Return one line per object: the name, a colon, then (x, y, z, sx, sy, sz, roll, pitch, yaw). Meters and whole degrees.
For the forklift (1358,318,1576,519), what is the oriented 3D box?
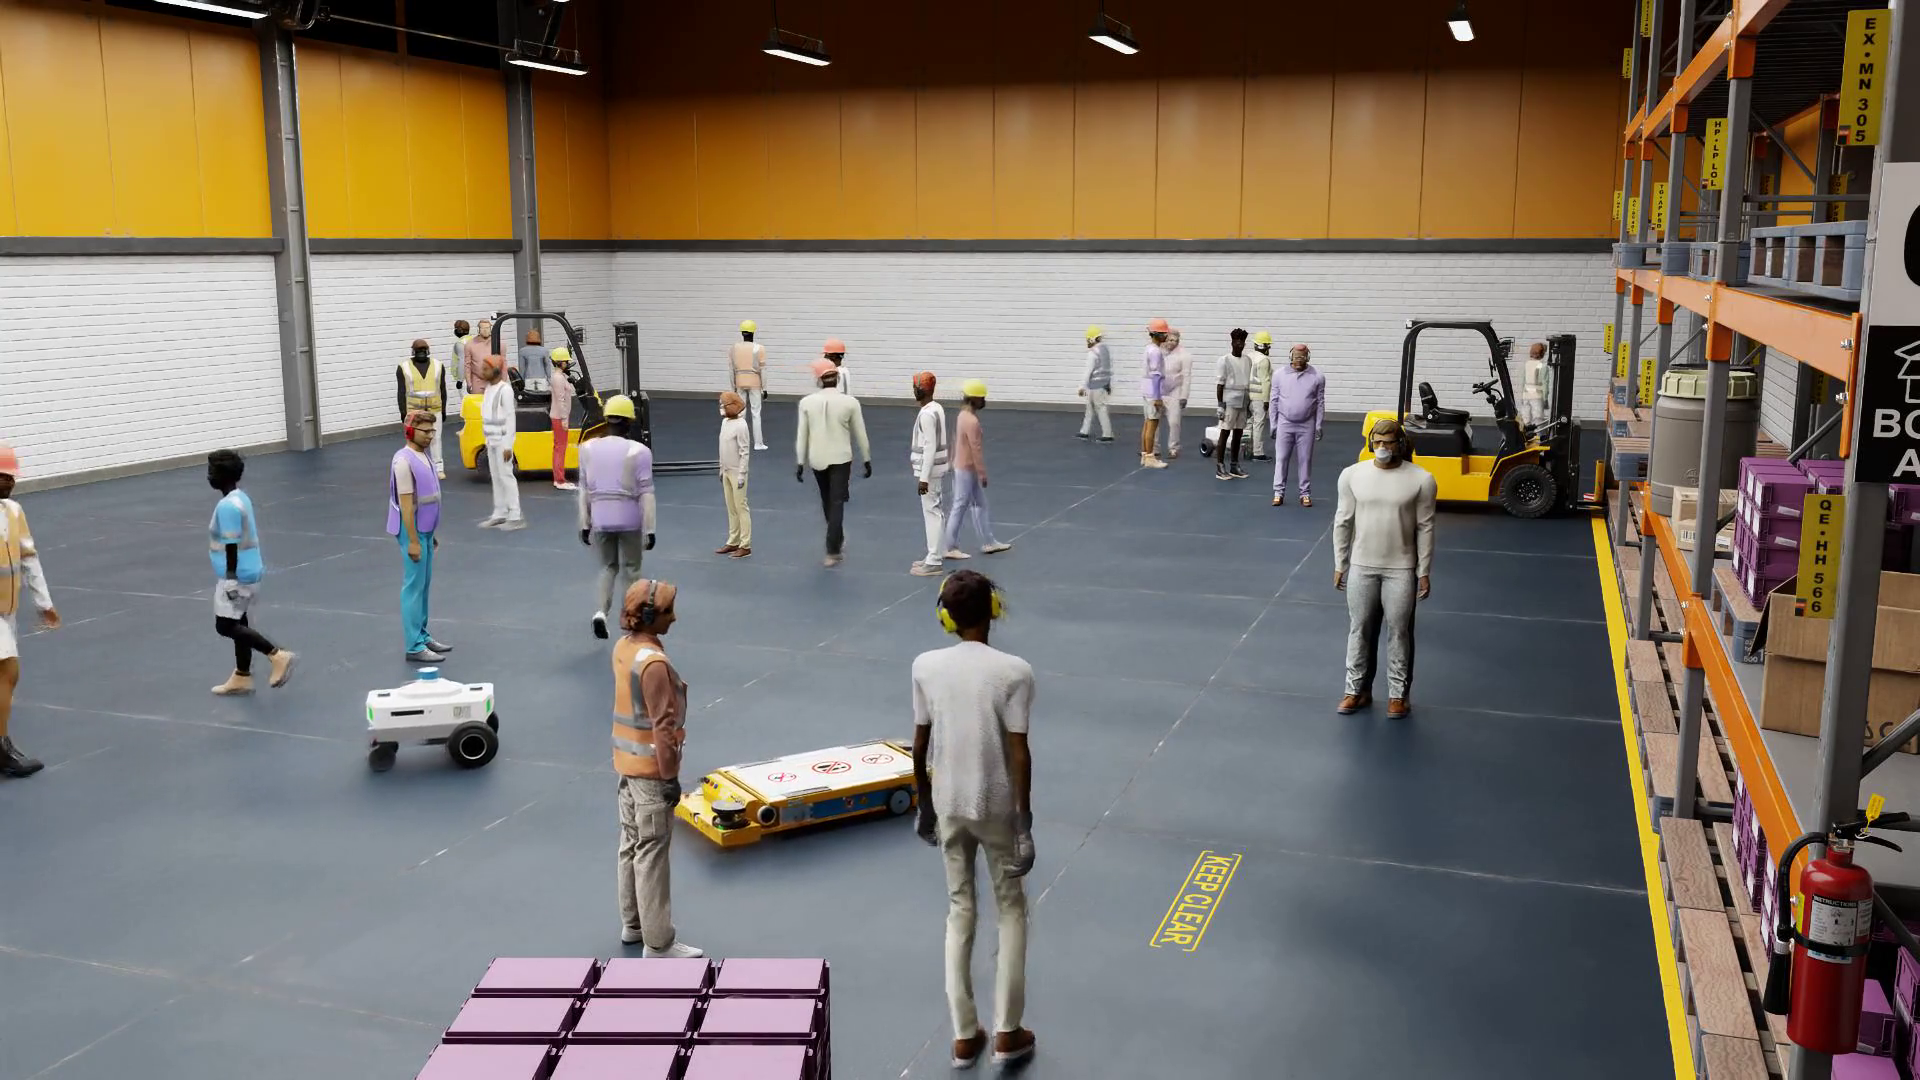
forklift: (5.787, -1.437, 19.079, 2.313, 2.155, 1.214, 3, 11, 19)

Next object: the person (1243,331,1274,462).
person: (4.204, -2.016, 23.370, 0.403, 1.827, 0.599, -3, 11, -17)

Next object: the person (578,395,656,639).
person: (-2.586, -0.144, 12.600, 0.610, 1.905, 0.464, 2, 10, 11)

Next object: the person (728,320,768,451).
person: (-3.118, -2.278, 24.566, 0.586, 1.928, 0.365, 2, 10, 13)

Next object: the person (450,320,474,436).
person: (-7.903, -2.586, 26.546, 0.430, 1.845, 0.619, 1, 10, 4)

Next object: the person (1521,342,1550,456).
person: (8.285, -2.028, 23.974, 0.311, 1.636, 0.522, -3, 11, -19)

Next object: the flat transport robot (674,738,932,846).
flat transport robot: (-0.757, 1.328, 8.926, 1.431, 0.197, 0.652, -6, 12, -32)

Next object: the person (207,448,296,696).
person: (-4.800, 0.225, 11.140, 0.474, 1.683, 0.550, -3, 11, -17)

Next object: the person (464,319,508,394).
person: (-7.202, -2.400, 25.306, 0.641, 1.912, 0.407, -4, 11, -21)

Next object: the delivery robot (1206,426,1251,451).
delivery robot: (3.819, -1.482, 23.666, 0.477, 0.478, 0.707, -5, 11, -29)

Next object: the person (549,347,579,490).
person: (-4.943, -1.506, 20.677, 0.309, 1.769, 0.524, -3, 11, -18)

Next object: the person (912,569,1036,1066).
person: (0.051, 1.027, 6.222, 0.556, 1.829, 0.489, 4, 11, 20)

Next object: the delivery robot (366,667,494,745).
delivery robot: (-3.105, 0.991, 9.759, 0.707, 0.478, 0.477, -3, 10, -15)

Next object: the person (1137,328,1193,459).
person: (2.904, -2.074, 23.615, 0.808, 1.866, 0.397, 8, 13, 37)

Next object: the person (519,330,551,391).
person: (-7.004, -2.639, 27.428, 0.508, 1.632, 0.265, -2, 10, -12)

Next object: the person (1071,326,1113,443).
person: (2.000, -2.384, 25.512, 0.828, 1.793, 0.608, 5, 11, 25)

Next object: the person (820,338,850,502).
person: (-1.467, -1.413, 19.670, 0.358, 1.938, 0.542, 1, 10, 3)

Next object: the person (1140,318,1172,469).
person: (2.670, -1.998, 22.663, 0.397, 2.043, 0.609, 0, 10, -2)

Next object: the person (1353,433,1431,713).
person: (2.811, 0.205, 10.825, 0.507, 1.842, 0.351, 5, 11, 25)

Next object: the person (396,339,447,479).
person: (-6.919, -1.673, 21.433, 0.620, 1.835, 0.430, -5, 11, -27)

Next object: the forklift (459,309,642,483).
forklift: (-5.354, -1.902, 21.697, 2.313, 2.155, 1.214, -2, 10, -13)

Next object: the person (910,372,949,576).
person: (-0.289, -0.610, 15.301, 0.359, 1.882, 0.575, 1, 10, 6)

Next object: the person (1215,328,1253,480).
person: (3.567, -1.767, 21.586, 0.612, 1.962, 0.363, -8, 13, -36)

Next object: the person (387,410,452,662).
person: (-3.977, -0.033, 12.175, 0.388, 1.838, 0.563, -1, 10, -5)

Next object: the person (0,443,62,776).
person: (-5.501, 0.394, 9.585, 0.721, 1.902, 0.548, 1, 10, 6)

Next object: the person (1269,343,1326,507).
person: (3.905, -1.331, 19.310, 0.639, 1.903, 0.409, 2, 10, 9)

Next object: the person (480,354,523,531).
person: (-4.912, -1.037, 17.711, 0.340, 1.882, 0.583, -8, 13, -37)

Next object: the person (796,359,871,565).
person: (-1.198, -0.778, 16.098, 0.671, 1.924, 1.030, 2, 10, 13)

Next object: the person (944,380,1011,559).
person: (0.194, -0.677, 16.083, 0.805, 1.733, 0.560, -2, 10, -9)

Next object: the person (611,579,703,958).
person: (-1.317, 0.974, 7.070, 0.311, 1.639, 0.512, -6, 12, -29)

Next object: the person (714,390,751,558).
person: (-2.207, -0.643, 16.187, 0.284, 1.633, 0.498, -6, 12, -32)

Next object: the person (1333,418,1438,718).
person: (2.715, 0.179, 10.695, 0.637, 1.938, 0.357, 4, 11, 21)
